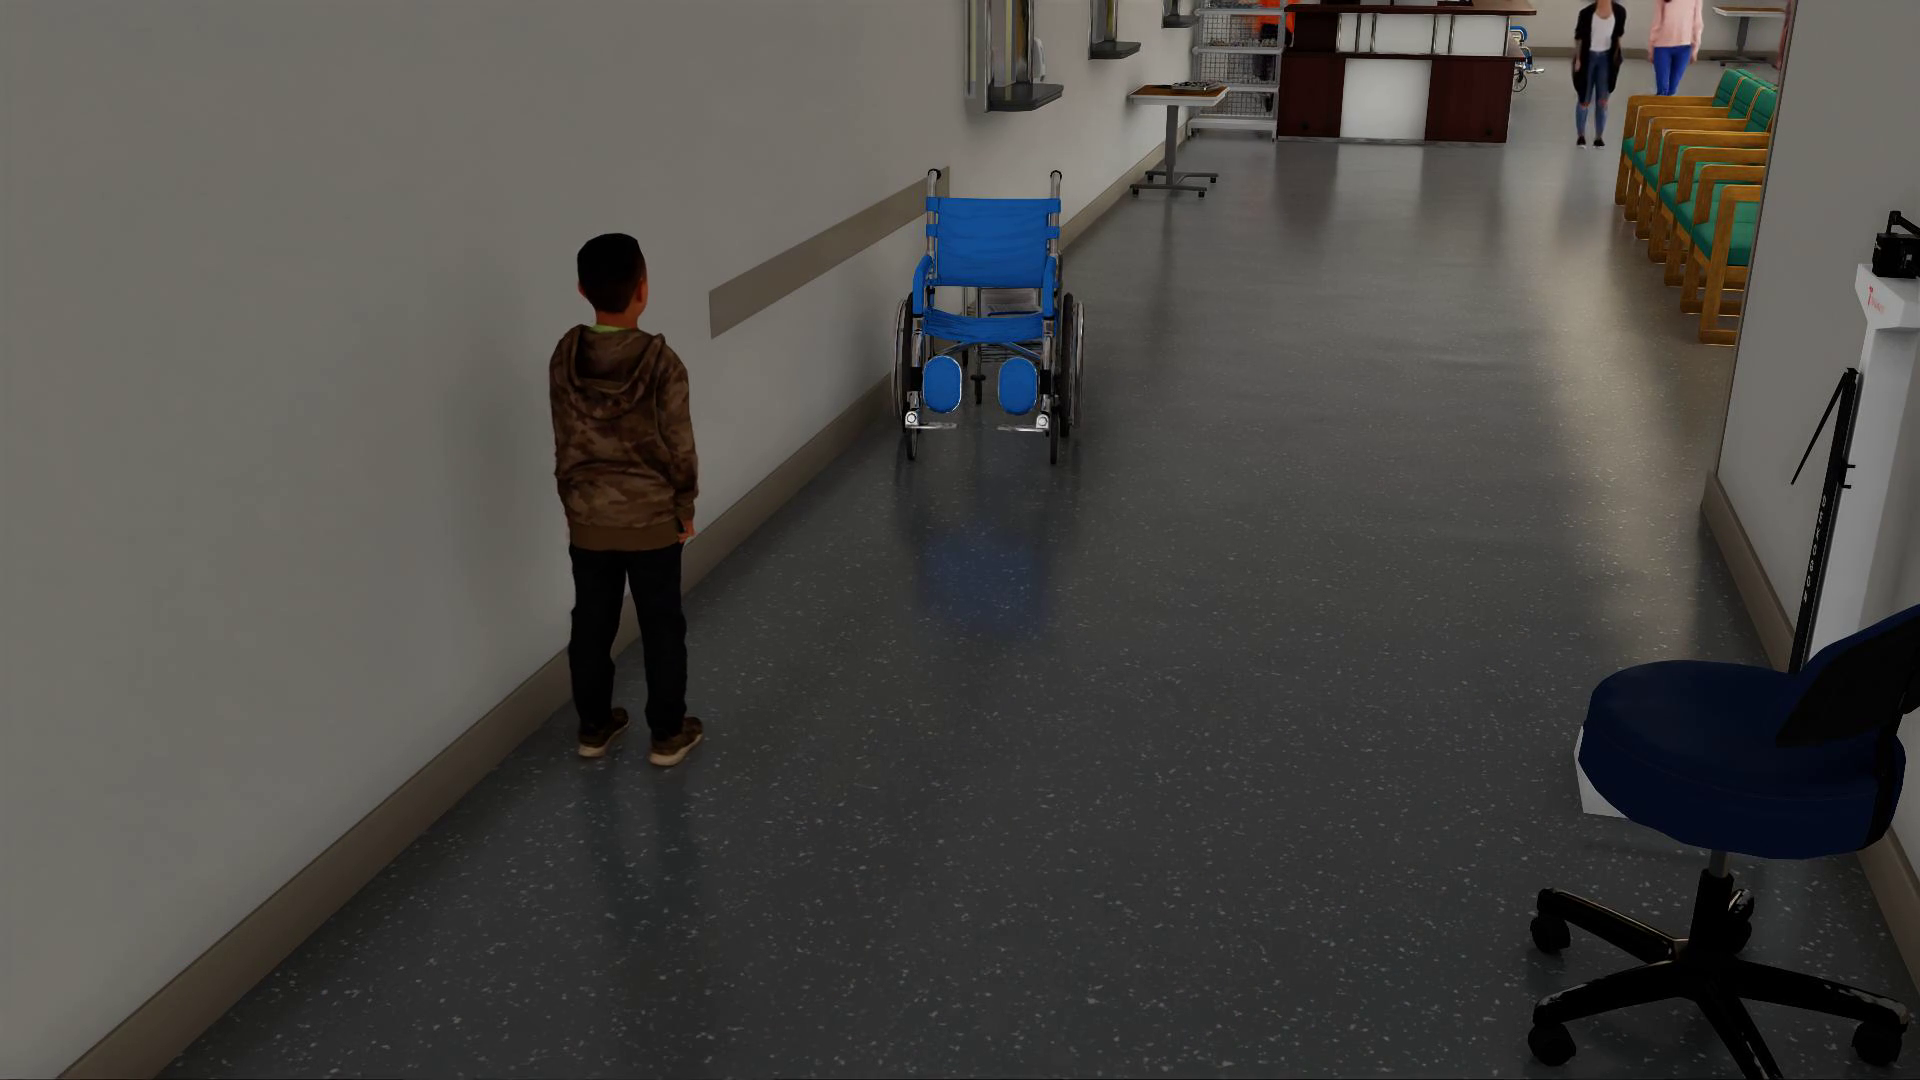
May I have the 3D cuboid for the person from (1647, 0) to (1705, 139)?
[{"bbox_3d":[7.158,-4.873,16.731,1.074,1.721,0.729,6,22,16],"label":"person"}]

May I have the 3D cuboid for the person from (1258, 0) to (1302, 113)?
[{"bbox_3d":[3.703,-5.889,19.408,0.931,1.724,0.817,1,21,3],"label":"person"}]

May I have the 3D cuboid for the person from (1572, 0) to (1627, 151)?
[{"bbox_3d":[6.196,-4.656,16.246,0.764,1.659,0.687,6,21,15],"label":"person"}]

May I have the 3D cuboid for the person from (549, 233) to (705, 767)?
[{"bbox_3d":[-0.913,-0.090,4.480,0.514,1.453,0.649,3,21,8],"label":"person"}]
